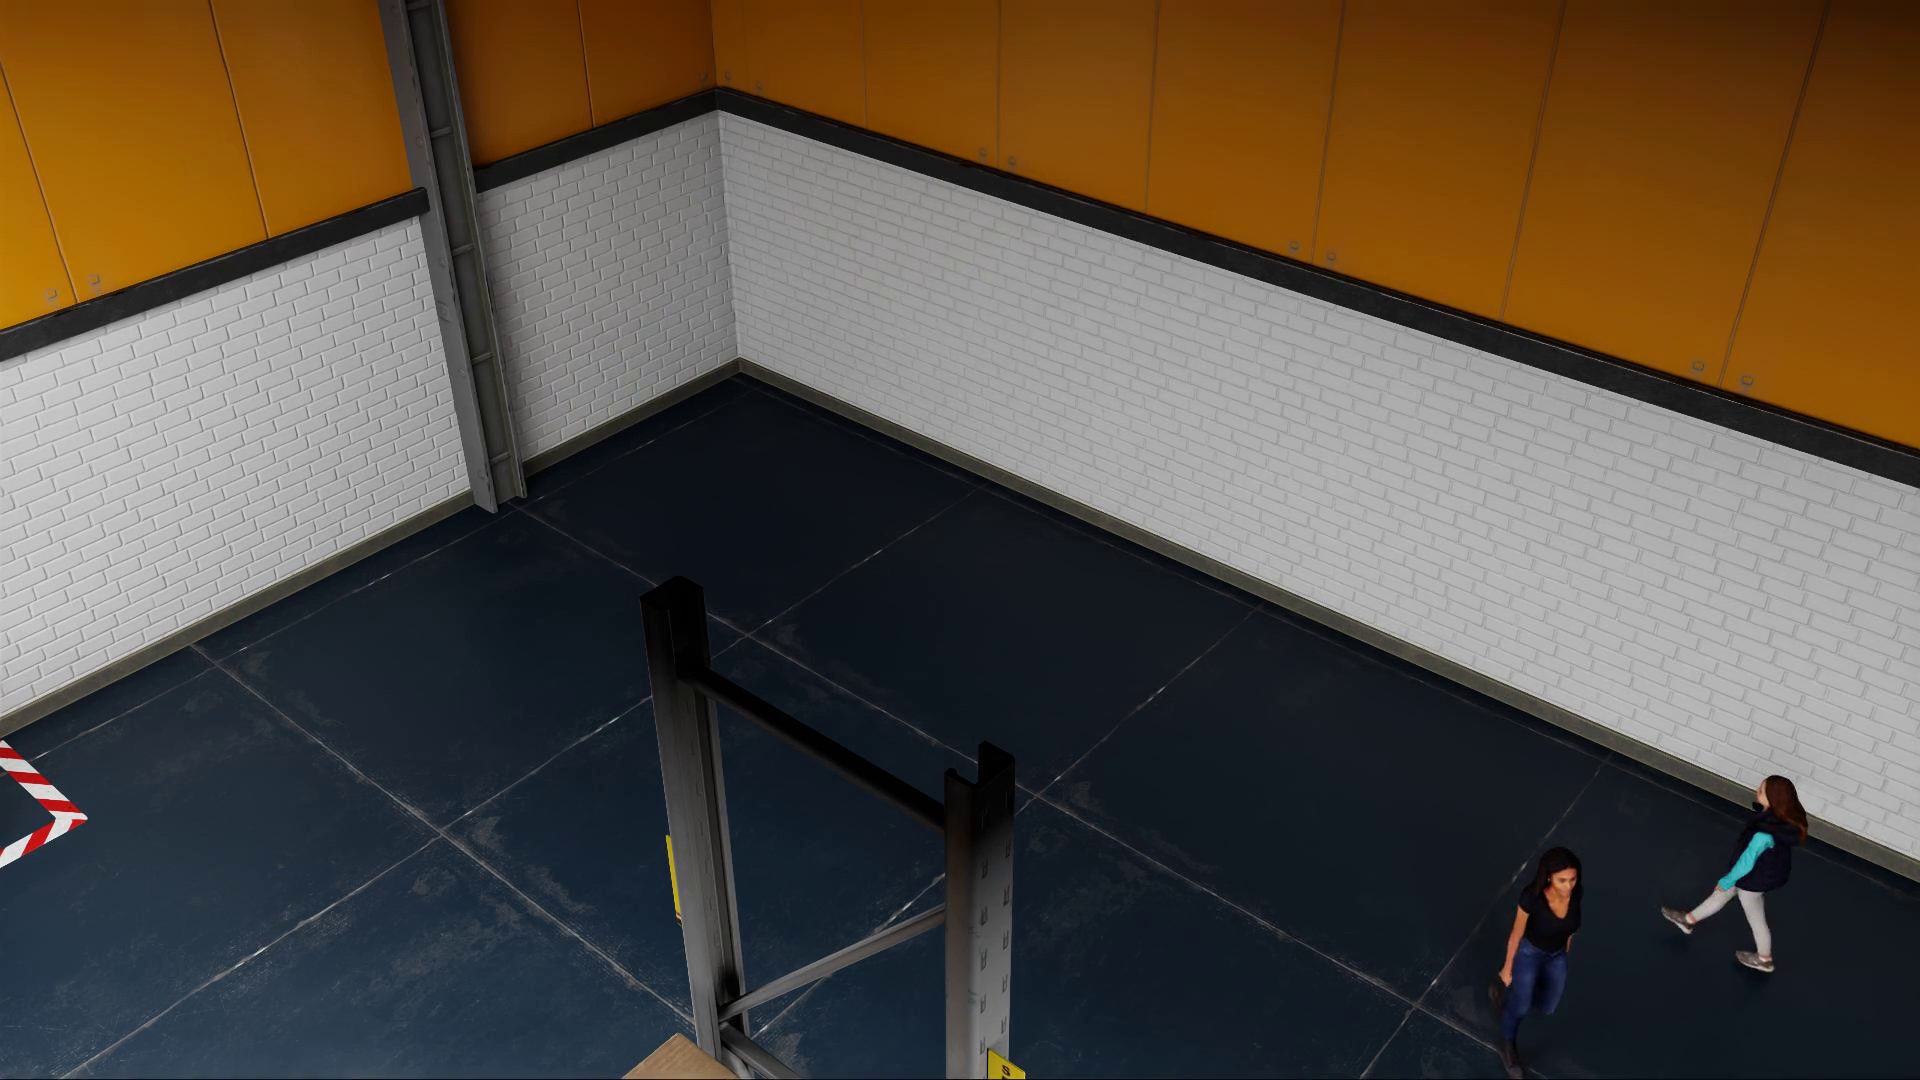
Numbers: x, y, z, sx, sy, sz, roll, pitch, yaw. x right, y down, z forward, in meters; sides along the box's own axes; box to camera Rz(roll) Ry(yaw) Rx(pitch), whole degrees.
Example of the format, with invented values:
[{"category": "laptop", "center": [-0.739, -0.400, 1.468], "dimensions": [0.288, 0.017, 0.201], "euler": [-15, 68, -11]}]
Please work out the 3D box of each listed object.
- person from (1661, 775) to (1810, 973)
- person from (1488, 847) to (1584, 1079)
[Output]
[{"category": "person", "center": [4.991, 2.100, 10.316], "dimensions": [0.706, 1.458, 0.918], "euler": [20, 39, 28]}, {"category": "person", "center": [3.293, 2.379, 9.654], "dimensions": [0.813, 1.726, 0.843], "euler": [-9, 35, -13]}]
